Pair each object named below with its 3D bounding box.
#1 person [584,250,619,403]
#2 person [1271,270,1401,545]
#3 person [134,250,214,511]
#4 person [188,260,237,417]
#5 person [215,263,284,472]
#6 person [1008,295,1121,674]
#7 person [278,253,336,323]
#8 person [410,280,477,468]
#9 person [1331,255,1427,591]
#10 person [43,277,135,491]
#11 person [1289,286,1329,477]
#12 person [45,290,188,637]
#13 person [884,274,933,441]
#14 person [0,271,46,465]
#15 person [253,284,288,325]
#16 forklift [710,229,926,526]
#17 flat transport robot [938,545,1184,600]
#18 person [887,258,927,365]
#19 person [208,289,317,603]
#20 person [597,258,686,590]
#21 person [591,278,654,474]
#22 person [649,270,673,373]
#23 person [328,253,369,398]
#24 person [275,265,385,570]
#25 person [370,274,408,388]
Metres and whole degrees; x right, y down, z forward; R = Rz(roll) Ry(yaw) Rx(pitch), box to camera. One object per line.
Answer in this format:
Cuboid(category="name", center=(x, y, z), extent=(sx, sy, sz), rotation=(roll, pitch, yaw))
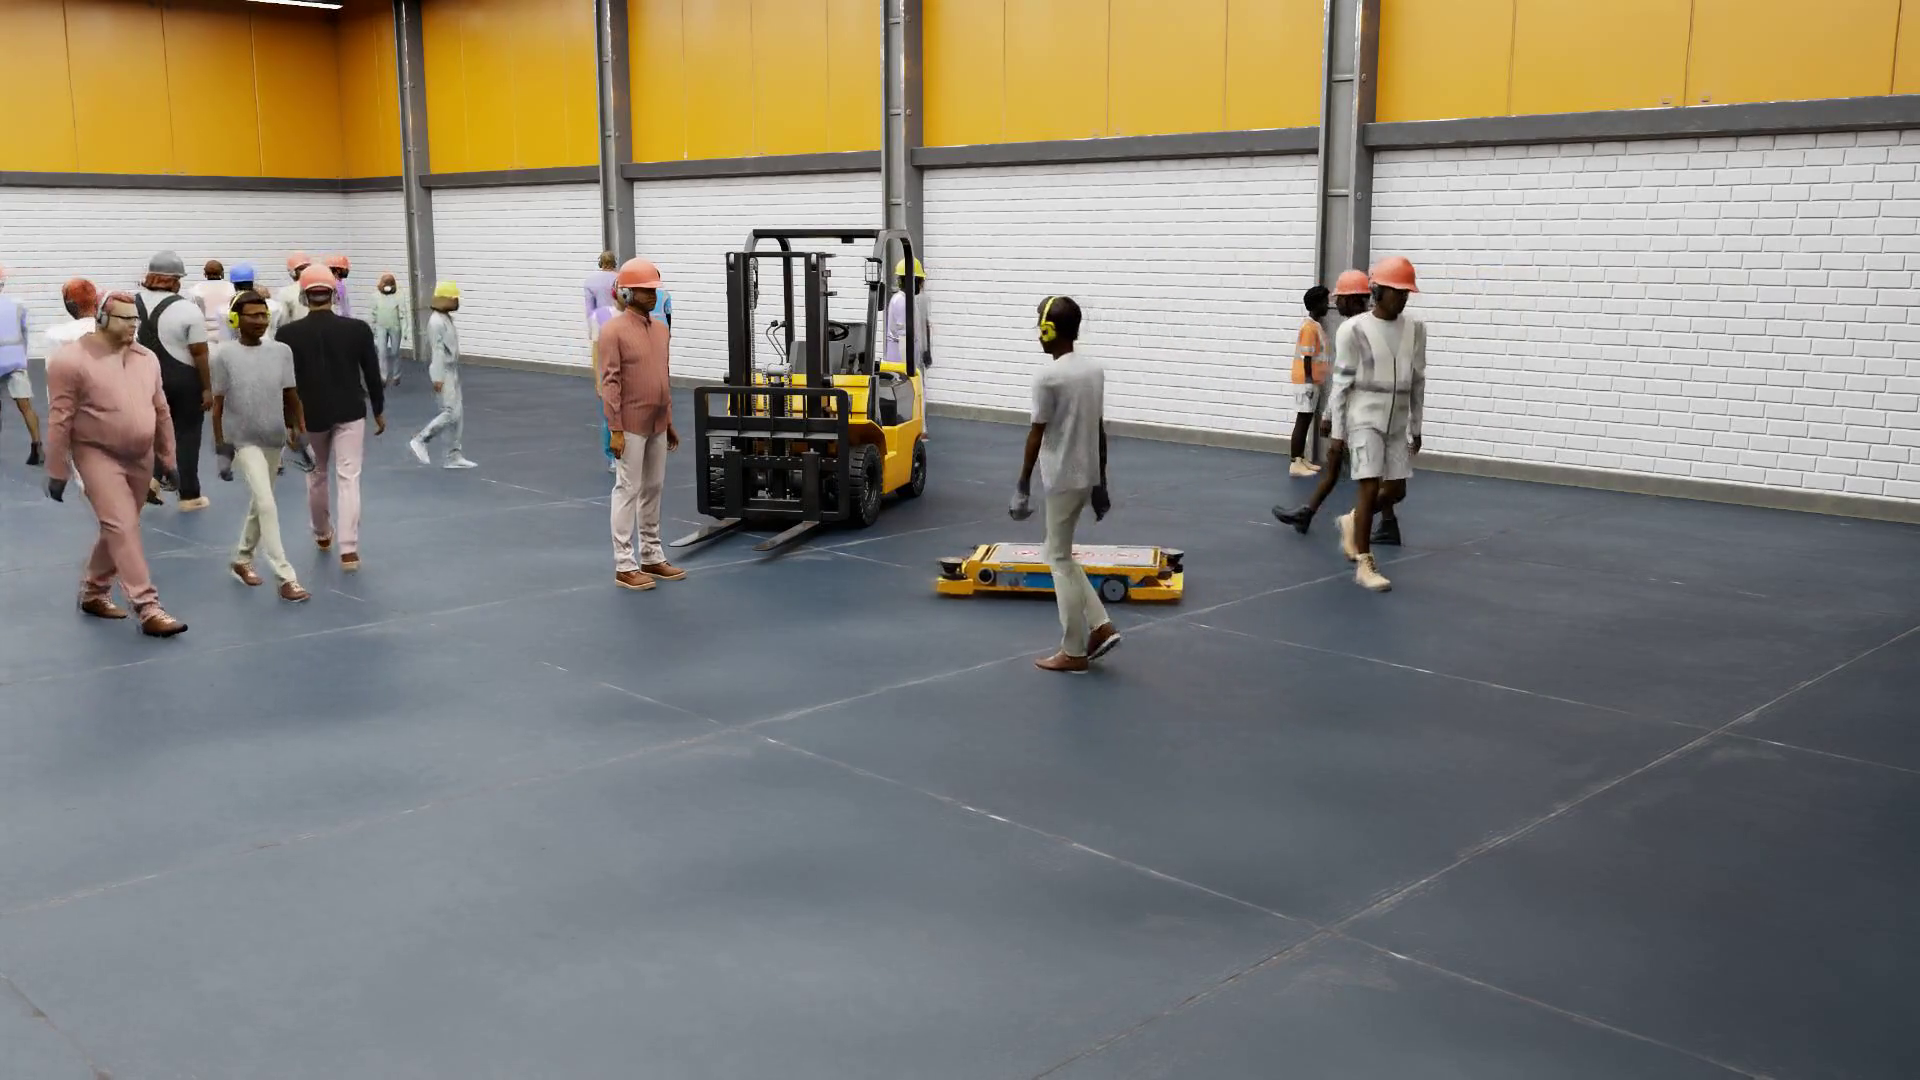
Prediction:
Cuboid(category="person", center=(-4.459, -2.714, 21.225), extent=(0.629, 1.940, 0.373), rotation=(-2, 11, -10))
Cuboid(category="person", center=(2.656, -0.917, 11.553), extent=(0.973, 1.884, 0.571), rotation=(5, 12, 25))
Cuboid(category="person", center=(-6.083, -1.234, 12.872), extent=(0.703, 2.000, 0.536), rotation=(1, 10, 8))
Cuboid(category="person", center=(-8.723, -2.368, 19.603), extent=(0.619, 1.845, 0.430), rotation=(-4, 11, -22))
Cuboid(category="person", center=(-6.391, -1.559, 15.090), extent=(0.600, 1.896, 1.037), rotation=(-6, 12, -30))
Cuboid(category="person", center=(0.485, -0.254, 8.076), extent=(0.414, 1.847, 0.501), rotation=(7, 13, 35))
Cuboid(category="person", center=(-7.120, -2.138, 18.100), extent=(0.629, 1.925, 1.048), rotation=(-10, 14, -44))
Cuboid(category="person", center=(-4.728, -1.504, 15.168), extent=(0.468, 1.722, 0.494), rotation=(0, 10, -2))
Cuboid(category="person", center=(2.513, -0.727, 10.166), extent=(0.620, 2.017, 0.666), rotation=(-4, 11, -19))
Cuboid(category="person", center=(-5.710, -0.812, 11.054), extent=(0.679, 1.864, 0.588), rotation=(9, 14, 41))
Cuboid(category="person", center=(3.107, -1.408, 14.785), extent=(0.319, 1.690, 0.539), rotation=(3, 11, 18))
Cuboid(category="person", center=(-4.559, -0.425, 9.018), extent=(1.007, 1.845, 0.664), rotation=(4, 11, 23))
Cuboid(category="person", center=(-0.564, -1.942, 17.283), extent=(0.617, 1.849, 0.539), rotation=(5, 12, 27))
Cuboid(category="person", center=(-8.921, -1.634, 15.506), extent=(1.018, 1.891, 0.563), rotation=(8, 13, 36))
Cuboid(category="person", center=(-7.094, -1.789, 17.003), extent=(0.511, 1.638, 0.308), rotation=(-6, 12, -31))
Cuboid(category="forklift", center=(-1.050, -1.319, 12.920), extent=(1.214, 2.155, 2.313), rotation=(2, 11, 13))
Cuboid(category="flat transport robot", center=(0.620, 0.179, 9.997), extent=(1.431, 0.197, 0.652), rotation=(1, 11, 8))
Cuboid(category="person", center=(-0.495, -1.692, 15.679), extent=(0.382, 1.924, 0.594), rotation=(-1, 10, -5))
Cuboid(category="person", center=(-4.164, -0.569, 9.904), extent=(0.979, 1.816, 0.522), rotation=(8, 13, 38))
Cuboid(category="person", center=(-1.935, -0.707, 10.123), extent=(0.381, 1.994, 0.613), rotation=(5, 12, 25))
Cuboid(category="person", center=(-2.957, -1.428, 14.615), extent=(0.562, 1.805, 0.968), rotation=(-4, 11, -19))
Cuboid(category="person", center=(-4.114, -2.791, 22.294), extent=(0.541, 1.698, 0.315), rotation=(-5, 12, -27))
Cuboid(category="person", center=(-8.164, -2.768, 21.639), extent=(0.913, 1.907, 0.549), rotation=(-6, 12, -29))
Cuboid(category="person", center=(-4.092, -0.811, 10.854), extent=(0.633, 1.935, 1.042), rotation=(-3, 11, -16))
Cuboid(category="person", center=(-8.010, -2.920, 23.291), extent=(0.550, 1.580, 0.826), rotation=(-1, 10, -7))
